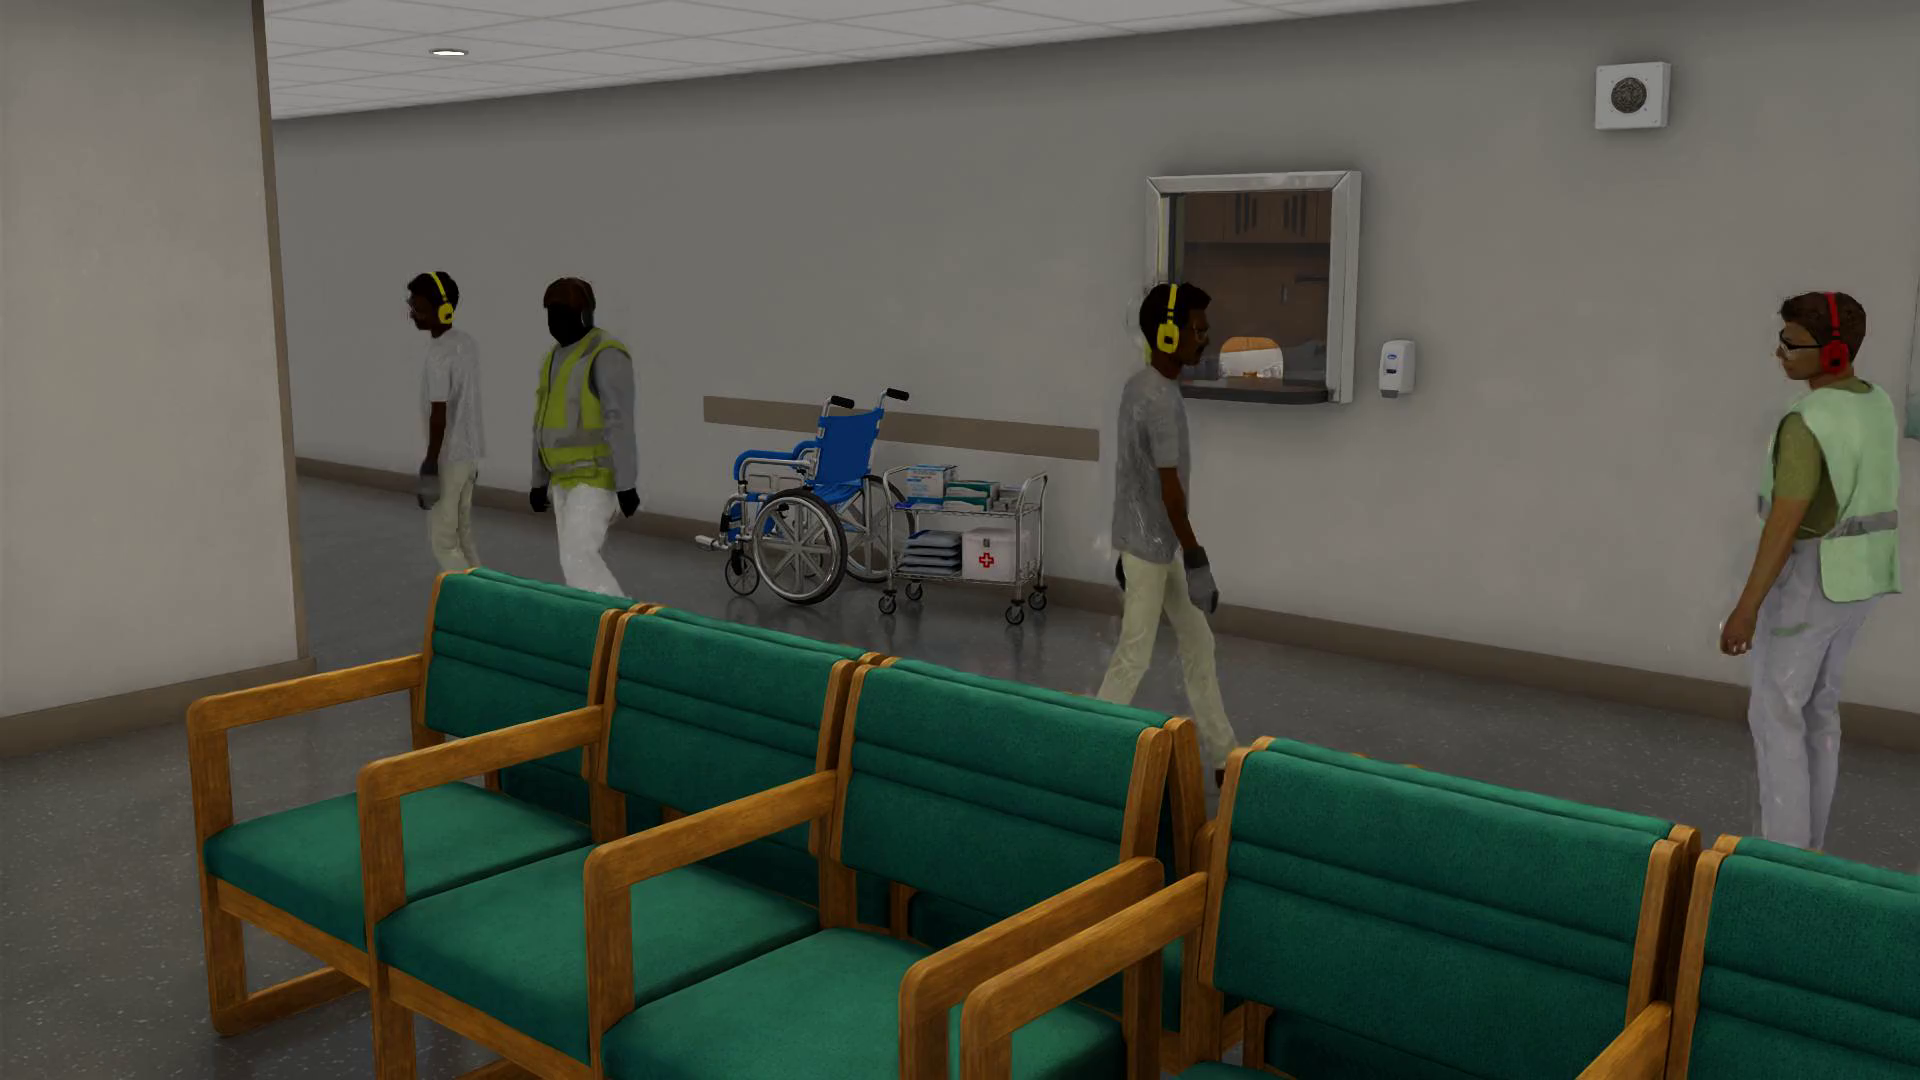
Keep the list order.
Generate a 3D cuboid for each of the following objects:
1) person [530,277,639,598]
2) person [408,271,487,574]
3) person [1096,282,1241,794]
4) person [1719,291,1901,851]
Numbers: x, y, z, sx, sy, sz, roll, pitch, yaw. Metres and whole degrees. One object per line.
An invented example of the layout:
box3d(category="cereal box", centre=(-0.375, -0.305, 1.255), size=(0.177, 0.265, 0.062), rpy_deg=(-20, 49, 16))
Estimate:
box3d(category="person", centre=(-1.701, -0.274, 7.559), size=(0.430, 1.828, 0.641), rpy_deg=(-7, 12, -36))
box3d(category="person", centre=(-2.408, -0.352, 8.004), size=(0.365, 1.851, 0.602), rpy_deg=(1, 10, 4))
box3d(category="person", centre=(0.791, 0.050, 5.723), size=(0.887, 1.833, 0.516), rpy_deg=(1, 10, 5))
box3d(category="person", centre=(2.560, 0.183, 4.991), size=(0.616, 1.829, 0.430), rpy_deg=(-8, 12, -37))
